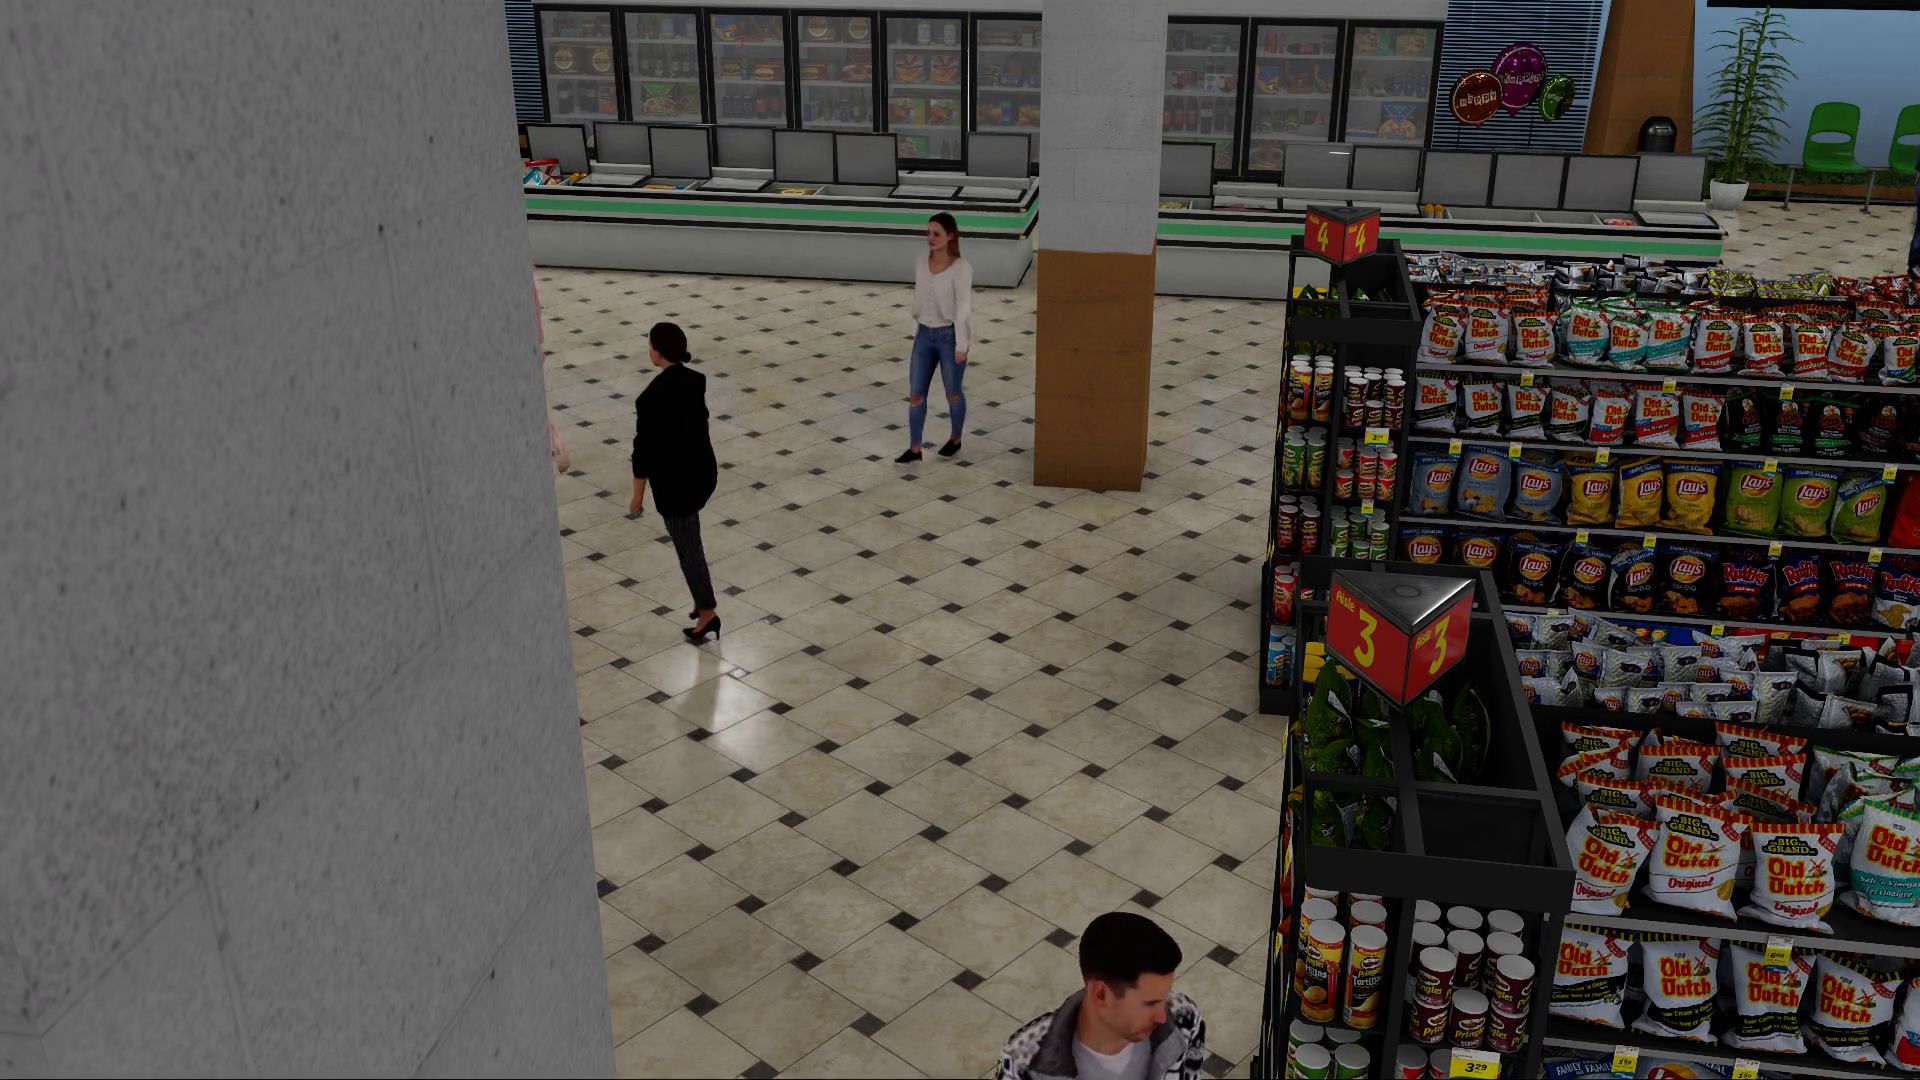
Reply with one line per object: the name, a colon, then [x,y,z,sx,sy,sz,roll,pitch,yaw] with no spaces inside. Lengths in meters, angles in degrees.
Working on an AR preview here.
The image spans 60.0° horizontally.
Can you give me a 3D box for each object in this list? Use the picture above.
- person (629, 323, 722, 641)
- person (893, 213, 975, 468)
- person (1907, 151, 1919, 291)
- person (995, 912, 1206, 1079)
person: [-1.339,-0.253,8.465,0.686,1.705,0.702,10,26,22]
person: [-0.077,-1.319,10.944,0.897,1.670,0.891,15,28,30]
person: [8.706,-3.095,14.826,0.963,1.812,0.905,-15,28,-30]
person: [0.305,1.611,4.046,0.946,1.832,0.968,-6,24,-14]
